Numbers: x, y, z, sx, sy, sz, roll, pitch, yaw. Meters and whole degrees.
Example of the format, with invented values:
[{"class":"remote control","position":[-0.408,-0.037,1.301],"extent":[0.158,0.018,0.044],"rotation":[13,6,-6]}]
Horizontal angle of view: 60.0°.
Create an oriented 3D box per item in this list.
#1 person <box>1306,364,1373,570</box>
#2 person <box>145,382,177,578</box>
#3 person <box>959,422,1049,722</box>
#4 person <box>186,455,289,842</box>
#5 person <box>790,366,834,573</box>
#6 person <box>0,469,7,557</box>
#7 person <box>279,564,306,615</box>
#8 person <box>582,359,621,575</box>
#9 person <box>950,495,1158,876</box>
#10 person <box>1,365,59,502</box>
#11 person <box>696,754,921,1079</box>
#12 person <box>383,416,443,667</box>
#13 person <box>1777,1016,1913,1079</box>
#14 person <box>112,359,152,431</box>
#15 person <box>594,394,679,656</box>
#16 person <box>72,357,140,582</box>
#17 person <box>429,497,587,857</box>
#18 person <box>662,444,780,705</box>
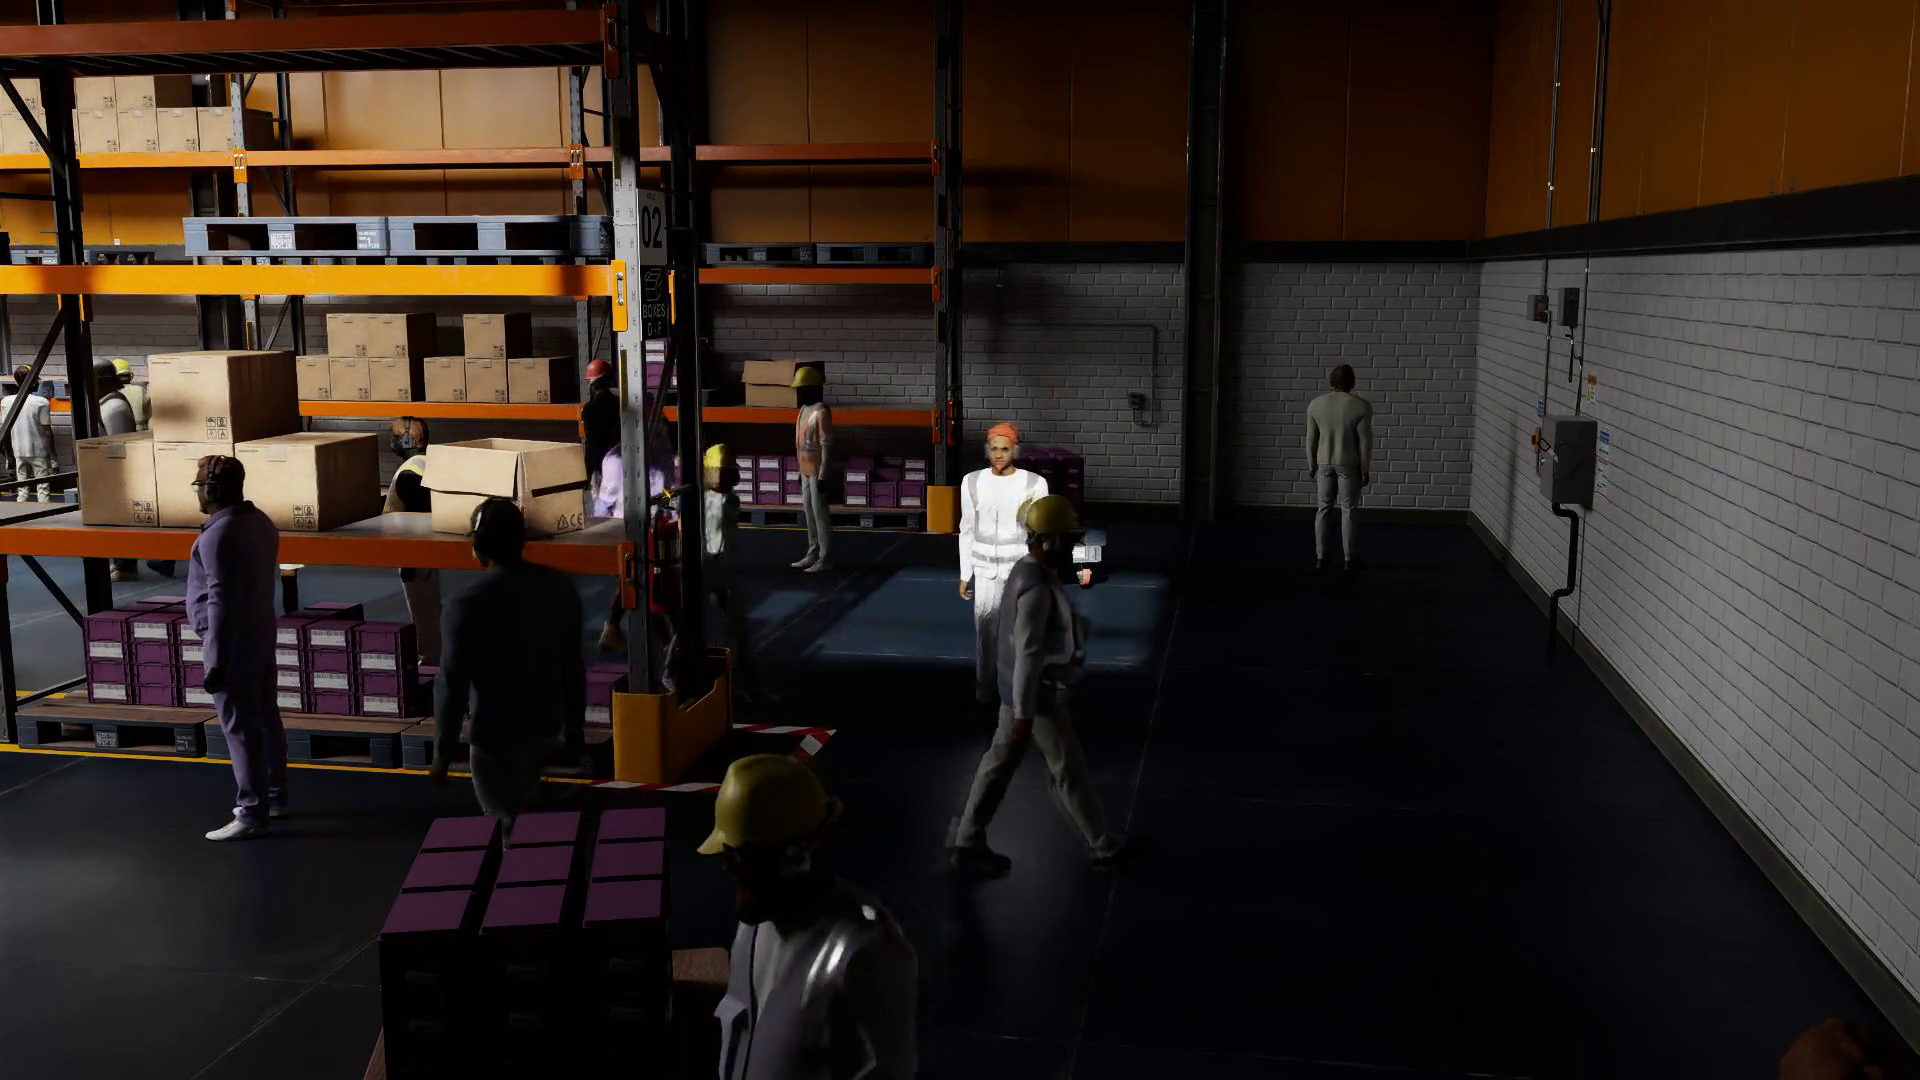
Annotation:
[{"class":"person","position":[3.563,-0.685,15.648],"extent":[0.629,1.940,0.377],"rotation":[5,11,30]},{"class":"person","position":[-7.082,-0.556,14.984],"extent":[0.970,1.883,0.552],"rotation":[3,10,17]},{"class":"person","position":[0.271,0.207,10.309],"extent":[0.578,1.879,0.348],"rotation":[3,10,18]},{"class":"person","position":[-3.594,0.528,8.226],"extent":[0.401,1.907,0.646],"rotation":[0,9,-2]},{"class":"person","position":[-1.386,-0.653,15.497],"extent":[0.386,1.922,0.594],"rotation":[-4,10,-26]},{"class":"person","position":[-6.957,0.009,11.630],"extent":[0.509,1.844,0.329],"rotation":[-4,10,-21]},{"class":"person","position":[-4.953,-0.098,12.020],"extent":[0.550,1.933,0.374],"rotation":[-7,12,-37]},{"class":"person","position":[-3.284,-0.674,15.412],"extent":[0.394,1.990,0.618],"rotation":[5,10,28]},{"class":"person","position":[0.405,0.679,7.667],"extent":[0.980,1.776,0.609],"rotation":[-1,9,-3]},{"class":"person","position":[-9.363,-0.828,16.774],"extent":[0.521,1.863,0.319],"rotation":[0,9,1]},{"class":"person","position":[-0.239,1.330,3.604],"extent":[0.736,1.797,0.610],"rotation":[-8,12,-40]},{"class":"person","position":[-3.654,0.086,11.169],"extent":[0.429,1.843,0.628],"rotation":[-1,9,-8]},{"class":"person","position":[1.394,1.554,2.724],"extent":[0.505,1.630,0.275],"rotation":[2,9,15]},{"class":"person","position":[-9.310,-1.109,18.605],"extent":[0.403,1.834,0.586],"rotation":[8,12,41]},{"class":"person","position":[-2.240,-0.056,11.723],"extent":[1.190,1.963,0.628],"rotation":[6,11,32]},{"class":"person","position":[-7.726,-0.640,15.054],"extent":[0.536,2.000,0.688],"rotation":[-5,10,-27]},{"class":"person","position":[-1.874,0.776,6.661],"extent":[0.792,1.910,0.640],"rotation":[6,11,31]},{"class":"person","position":[-1.615,0.214,10.825],"extent":[0.908,1.700,0.500],"rotation":[7,12,38]}]
